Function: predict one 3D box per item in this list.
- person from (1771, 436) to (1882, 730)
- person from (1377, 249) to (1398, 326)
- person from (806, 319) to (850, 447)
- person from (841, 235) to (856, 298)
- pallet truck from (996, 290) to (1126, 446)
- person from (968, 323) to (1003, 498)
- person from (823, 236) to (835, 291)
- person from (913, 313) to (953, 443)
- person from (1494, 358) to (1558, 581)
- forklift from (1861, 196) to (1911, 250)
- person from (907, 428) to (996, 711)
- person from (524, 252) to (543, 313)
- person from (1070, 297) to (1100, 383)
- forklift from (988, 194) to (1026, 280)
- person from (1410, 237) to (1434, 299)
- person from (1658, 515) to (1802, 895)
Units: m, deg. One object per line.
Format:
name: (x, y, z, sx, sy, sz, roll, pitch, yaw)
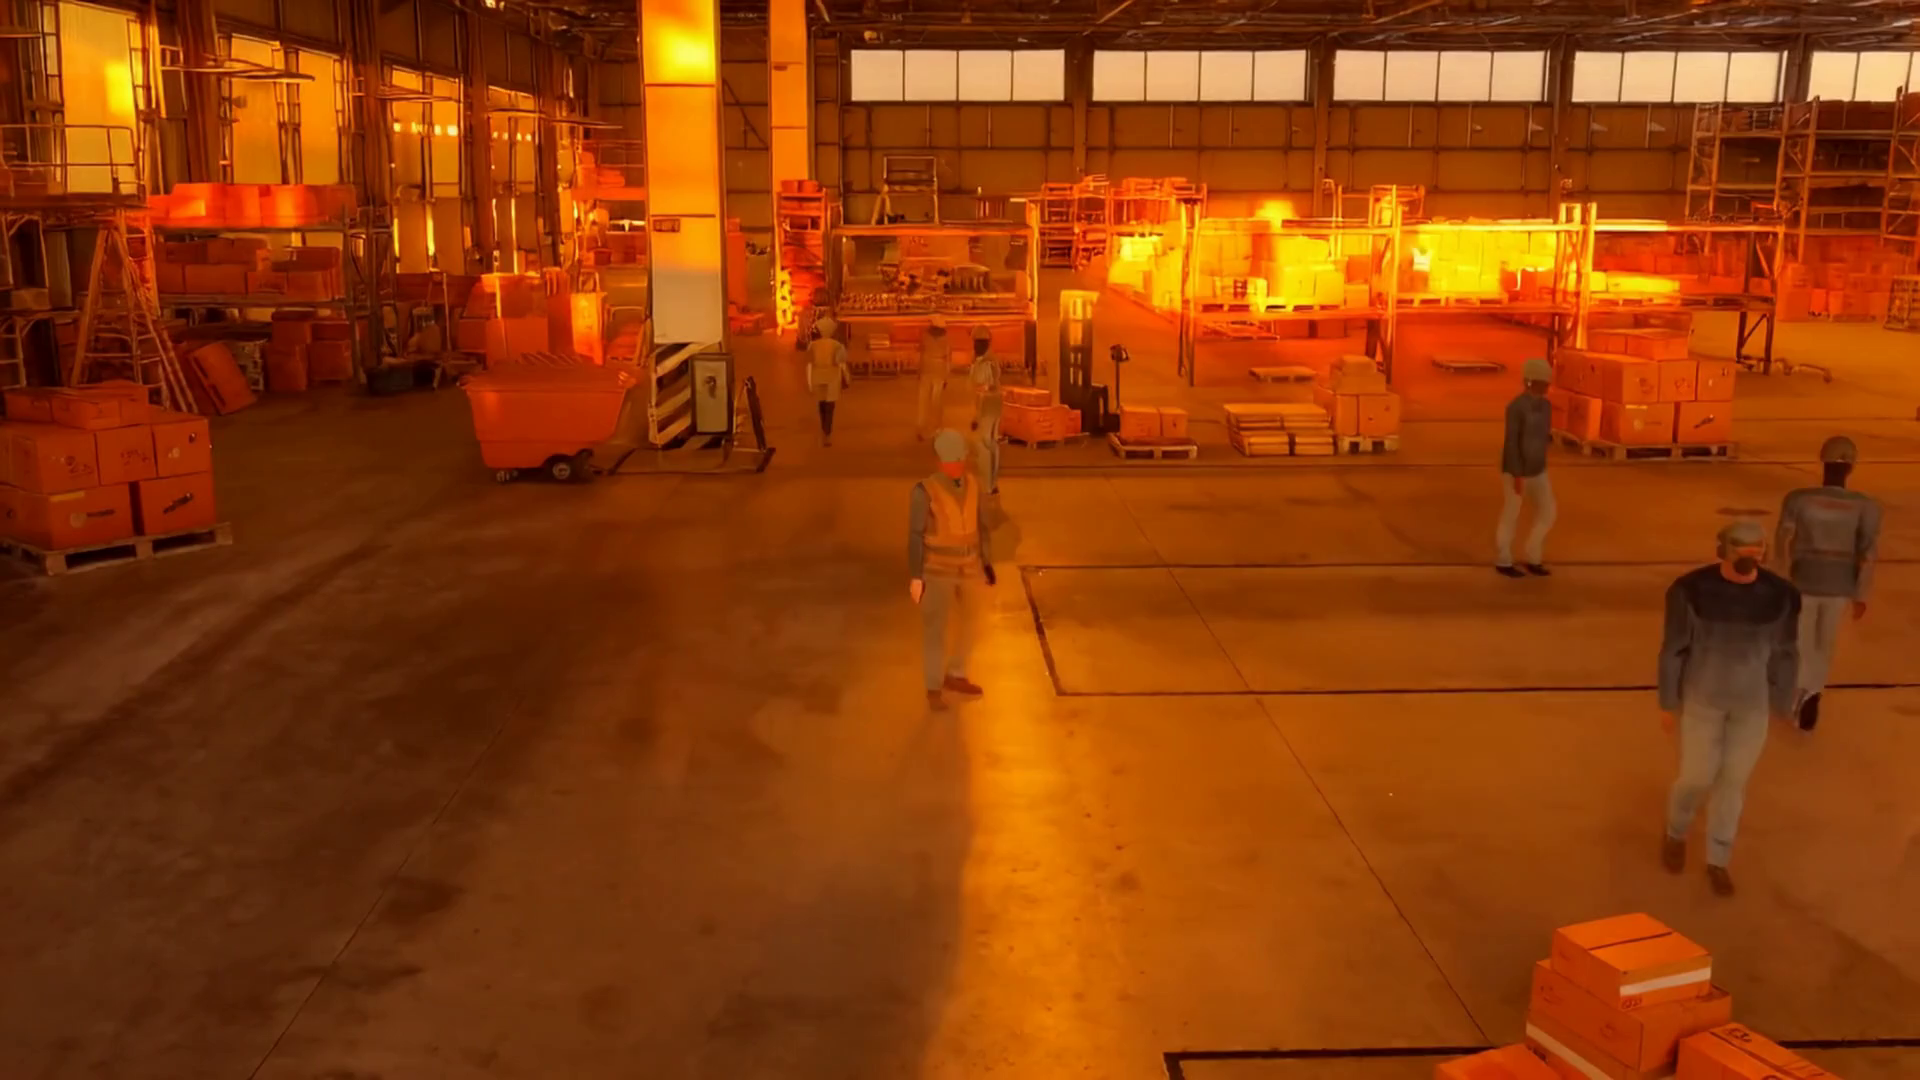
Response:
person: (5.522, 0.285, 10.644, 0.594, 1.911, 0.712, 3, 13, 12)
person: (9.911, -5.892, 38.686, 0.516, 1.846, 0.354, 3, 13, 15)
person: (-1.733, -2.085, 21.924, 0.548, 1.642, 0.884, 2, 13, 8)
person: (-3.217, -7.858, 47.393, 0.575, 1.919, 0.645, -12, 17, -44)
pallet truck: (1.257, -2.299, 22.111, 1.885, 1.965, 0.823, -9, 15, -35)
person: (0.264, -1.424, 18.327, 0.370, 1.924, 0.586, 5, 13, 21)
person: (-3.429, -7.209, 44.453, 0.446, 1.919, 0.650, 6, 14, 27)
person: (-0.351, -2.141, 22.026, 0.520, 1.716, 0.556, 5, 13, 21)
person: (4.973, -0.598, 14.480, 0.613, 1.973, 0.602, -8, 15, -33)
forklift: (30.190, -9.702, 53.524, 1.873, 2.768, 1.129, 0, 12, -2)
person: (-0.062, 0.184, 11.069, 0.665, 1.921, 0.509, -9, 15, -36)
person: (-10.400, -6.204, 40.578, 0.517, 1.631, 0.312, 6, 14, 25)
person: (1.995, -2.867, 25.266, 0.852, 1.724, 0.548, -2, 13, -11)
forklift: (1.329, -10.103, 55.334, 1.873, 2.768, 1.129, -7, 14, -28)
person: (12.028, -6.928, 43.257, 0.628, 1.888, 0.804, 0, 12, 2)
person: (3.793, 0.816, 8.233, 0.629, 1.927, 0.425, 1, 13, 5)
